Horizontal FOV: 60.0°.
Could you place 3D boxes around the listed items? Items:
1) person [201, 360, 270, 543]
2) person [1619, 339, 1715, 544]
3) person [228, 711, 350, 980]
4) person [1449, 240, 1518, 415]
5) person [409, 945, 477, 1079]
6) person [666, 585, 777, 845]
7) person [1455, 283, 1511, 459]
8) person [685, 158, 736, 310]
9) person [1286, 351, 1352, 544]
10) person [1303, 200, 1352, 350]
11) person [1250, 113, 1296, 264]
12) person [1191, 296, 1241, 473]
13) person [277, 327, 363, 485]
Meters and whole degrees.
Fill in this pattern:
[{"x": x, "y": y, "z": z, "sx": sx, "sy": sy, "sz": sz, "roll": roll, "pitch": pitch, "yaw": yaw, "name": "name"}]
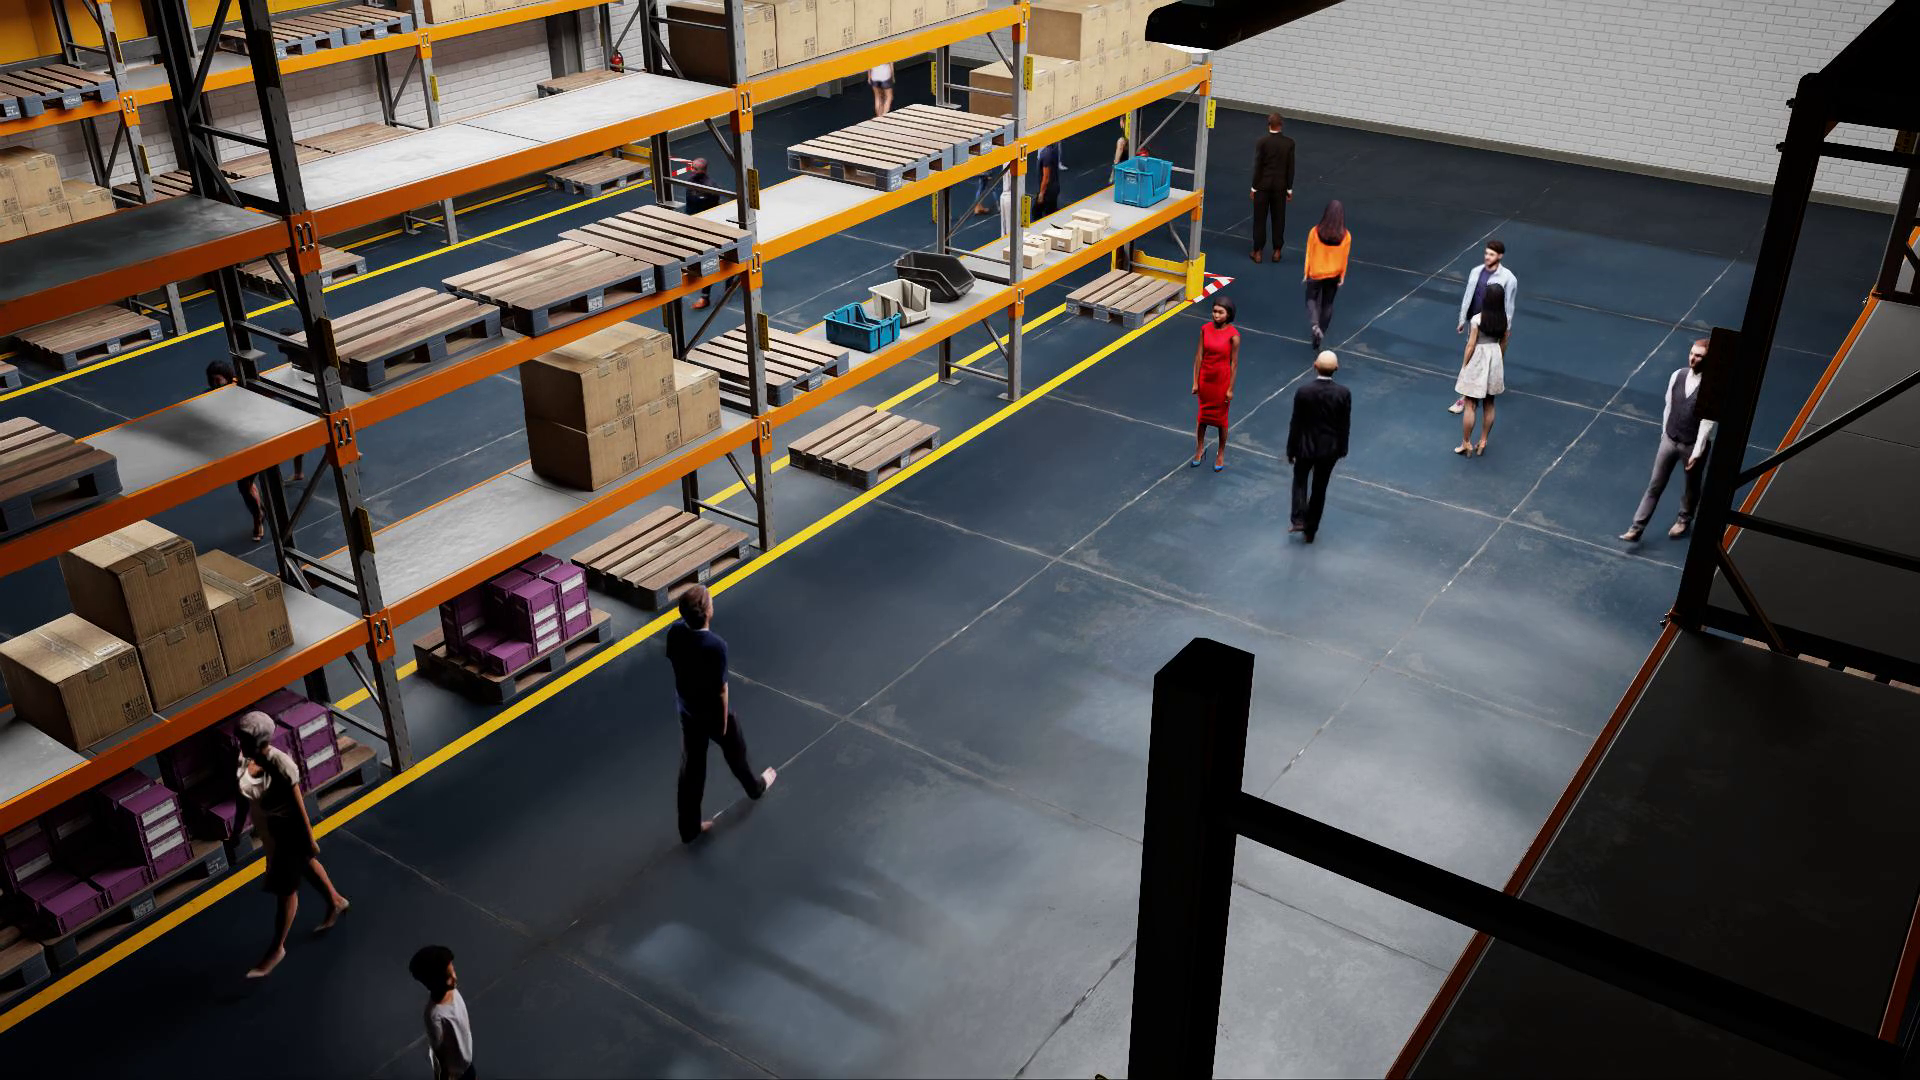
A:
[{"x": -6.360, "y": -0.836, "z": 14.749, "sx": 0.785, "sy": 1.702, "sz": 0.810, "roll": 5, "pitch": 29, "yaw": 10, "name": "person"}, {"x": 6.421, "y": -0.859, "z": 14.592, "sx": 1.270, "sy": 1.893, "sz": 0.867, "roll": -22, "pitch": 36, "yaw": -35, "name": "person"}, {"x": -3.993, "y": 1.727, "z": 10.030, "sx": 0.693, "sy": 1.720, "sz": 1.015, "roll": 23, "pitch": 36, "yaw": 35, "name": "person"}, {"x": 5.481, "y": -2.239, "z": 17.250, "sx": 1.264, "sy": 1.769, "sz": 0.924, "roll": -21, "pitch": 35, "yaw": -33, "name": "person"}, {"x": -2.756, "y": 2.666, "z": 8.797, "sx": 0.747, "sy": 1.253, "sz": 0.748, "roll": 3, "pitch": 29, "yaw": 5, "name": "person"}, {"x": -1.737, "y": 1.187, "z": 10.902, "sx": 0.749, "sy": 1.834, "sz": 1.111, "roll": 14, "pitch": 32, "yaw": 24, "name": "person"}, {"x": 5.081, "y": -1.652, "z": 16.167, "sx": 0.772, "sy": 1.774, "sz": 0.834, "roll": -5, "pitch": 29, "yaw": -10, "name": "person"}, {"x": -3.006, "y": -3.691, "z": 19.881, "sx": 1.089, "sy": 1.798, "sz": 0.854, "roll": -23, "pitch": 36, "yaw": -36, "name": "person"}, {"x": 3.128, "y": -0.769, "z": 14.535, "sx": 0.799, "sy": 1.789, "sz": 0.803, "roll": 5, "pitch": 29, "yaw": 9, "name": "person"}, {"x": 4.066, "y": -2.907, "z": 18.507, "sx": 0.853, "sy": 1.738, "sz": 0.958, "roll": 2, "pitch": 29, "yaw": 4, "name": "person"}, {"x": 3.979, "y": -4.505, "z": 21.263, "sx": 0.796, "sy": 1.904, "sz": 0.809, "roll": 1, "pitch": 29, "yaw": 1, "name": "person"}, {"x": 2.448, "y": -1.498, "z": 15.918, "sx": 0.588, "sy": 1.744, "sz": 0.529, "roll": 14, "pitch": 32, "yaw": 24, "name": "person"}, {"x": -6.130, "y": -1.277, "z": 15.728, "sx": 1.043, "sy": 1.537, "sz": 0.745, "roll": -21, "pitch": 35, "yaw": -34, "name": "person"}]
